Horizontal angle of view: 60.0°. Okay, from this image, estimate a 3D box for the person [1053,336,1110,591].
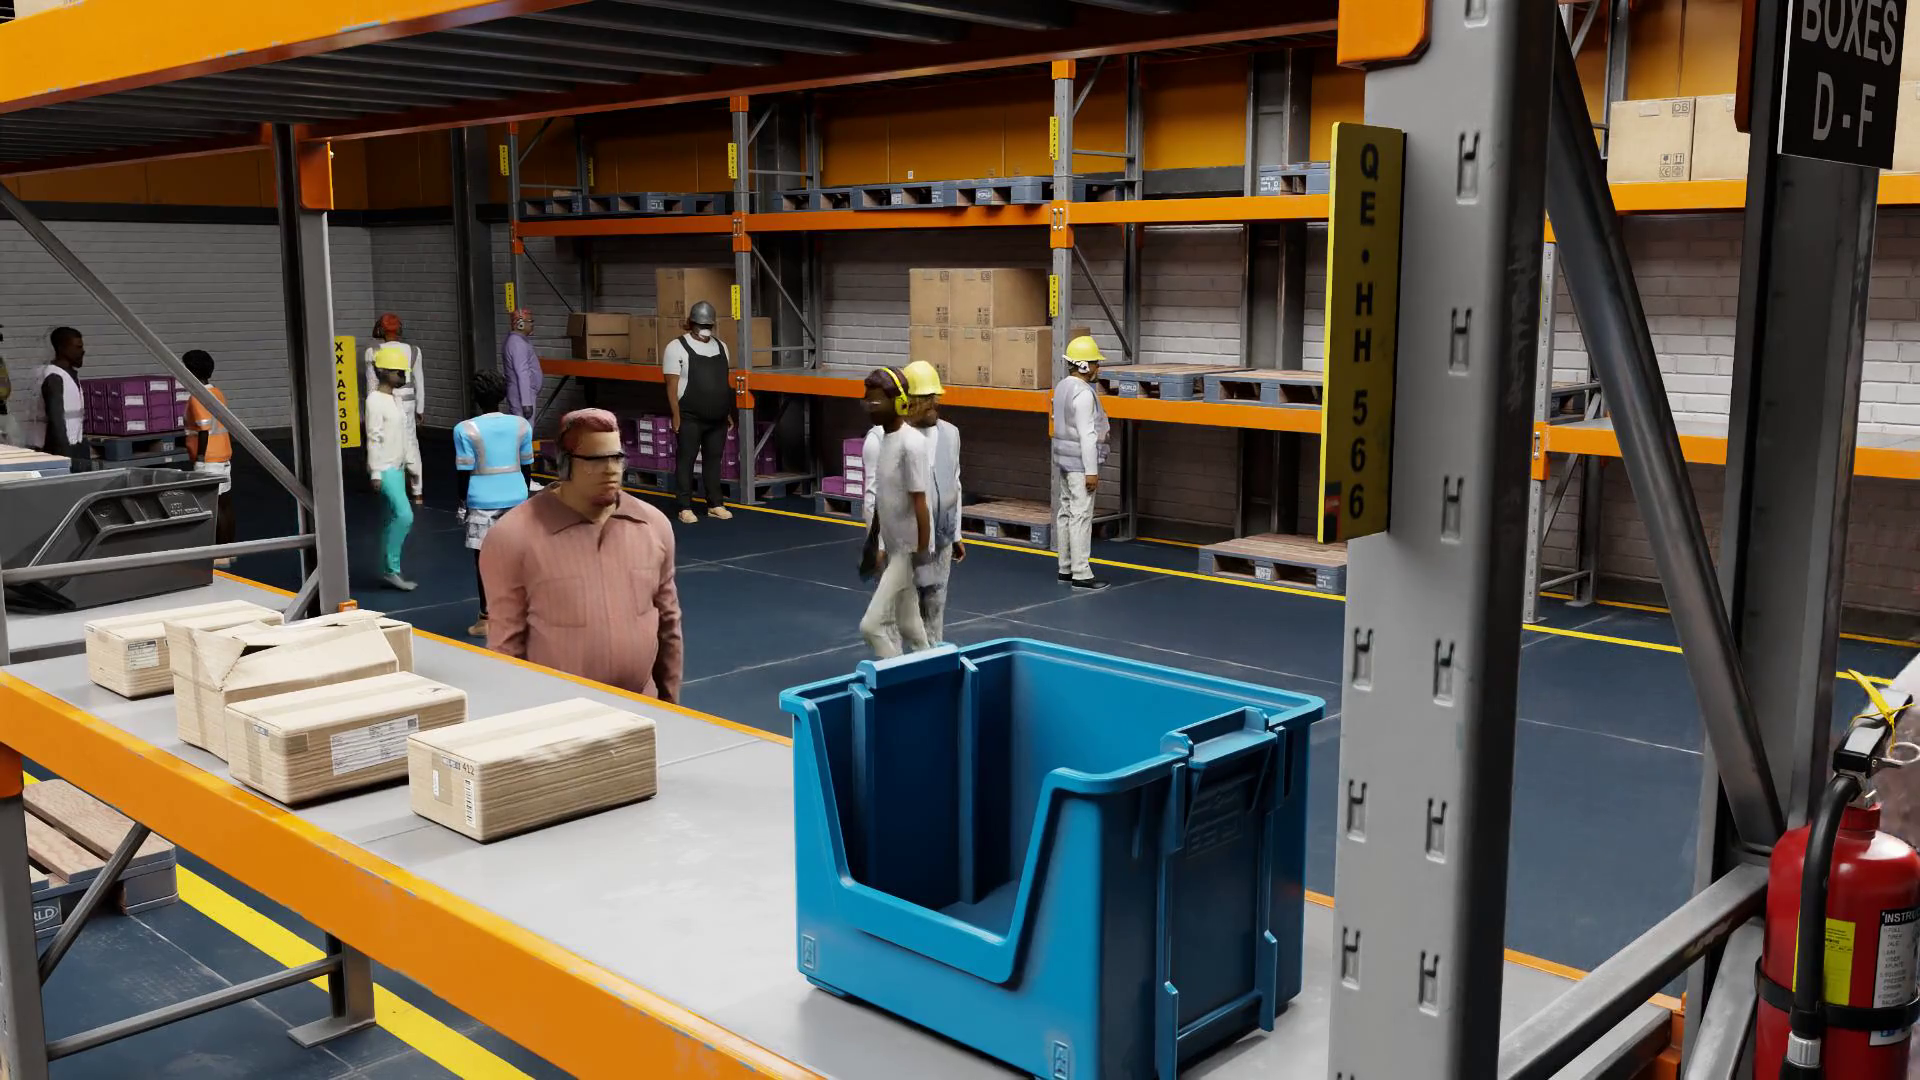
[{"bbox_3d":[0.879,-0.550,12.024,0.403,1.833,0.586,-3,10,-16],"label":"person"}]

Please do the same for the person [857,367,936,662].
[{"bbox_3d":[-0.347,0.074,8.149,0.604,1.843,0.610,-2,10,-15],"label":"person"}]

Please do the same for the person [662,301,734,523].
[{"bbox_3d":[-2.343,-1.182,15.262,0.676,2.000,0.536,-8,12,-41],"label":"person"}]

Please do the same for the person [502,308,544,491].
[{"bbox_3d":[-4.559,-1.469,17.433,0.403,1.906,0.651,-4,10,-24],"label":"person"}]

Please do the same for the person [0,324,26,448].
[{"bbox_3d":[-10.624,-1.523,18.166,1.003,1.789,0.616,-2,10,-13],"label":"person"}]

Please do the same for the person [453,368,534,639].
[{"bbox_3d":[-2.920,-0.227,10.449,0.535,1.700,0.318,-9,13,-43],"label":"person"}]

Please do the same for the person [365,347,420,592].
[{"bbox_3d":[-4.019,-0.501,11.923,0.438,1.751,0.554,0,9,0],"label":"person"}]

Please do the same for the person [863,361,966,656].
[{"bbox_3d":[-0.222,-0.030,8.832,0.602,1.830,0.404,-6,11,-33],"label":"person"}]

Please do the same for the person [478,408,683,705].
[{"bbox_3d":[-1.137,0.540,5.149,0.645,1.900,0.395,-7,12,-37],"label":"person"}]

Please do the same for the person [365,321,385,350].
[{"bbox_3d":[-7.675,-2.115,22.221,0.505,1.632,0.269,-7,12,-38],"label":"person"}]

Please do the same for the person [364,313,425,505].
[{"bbox_3d":[-5.517,-1.268,16.265,0.584,1.882,0.337,-8,12,-41],"label":"person"}]

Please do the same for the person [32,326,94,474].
[{"bbox_3d":[-7.147,-0.739,13.079,0.940,1.882,0.607,-3,10,-15],"label":"person"}]

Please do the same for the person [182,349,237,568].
[{"bbox_3d":[-5.829,-0.627,12.899,0.318,1.698,0.540,-2,9,-9],"label":"person"}]

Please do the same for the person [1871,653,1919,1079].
[{"bbox_3d":[2.006,0.861,3.360,0.964,1.835,0.656,6,11,31],"label":"person"}]
